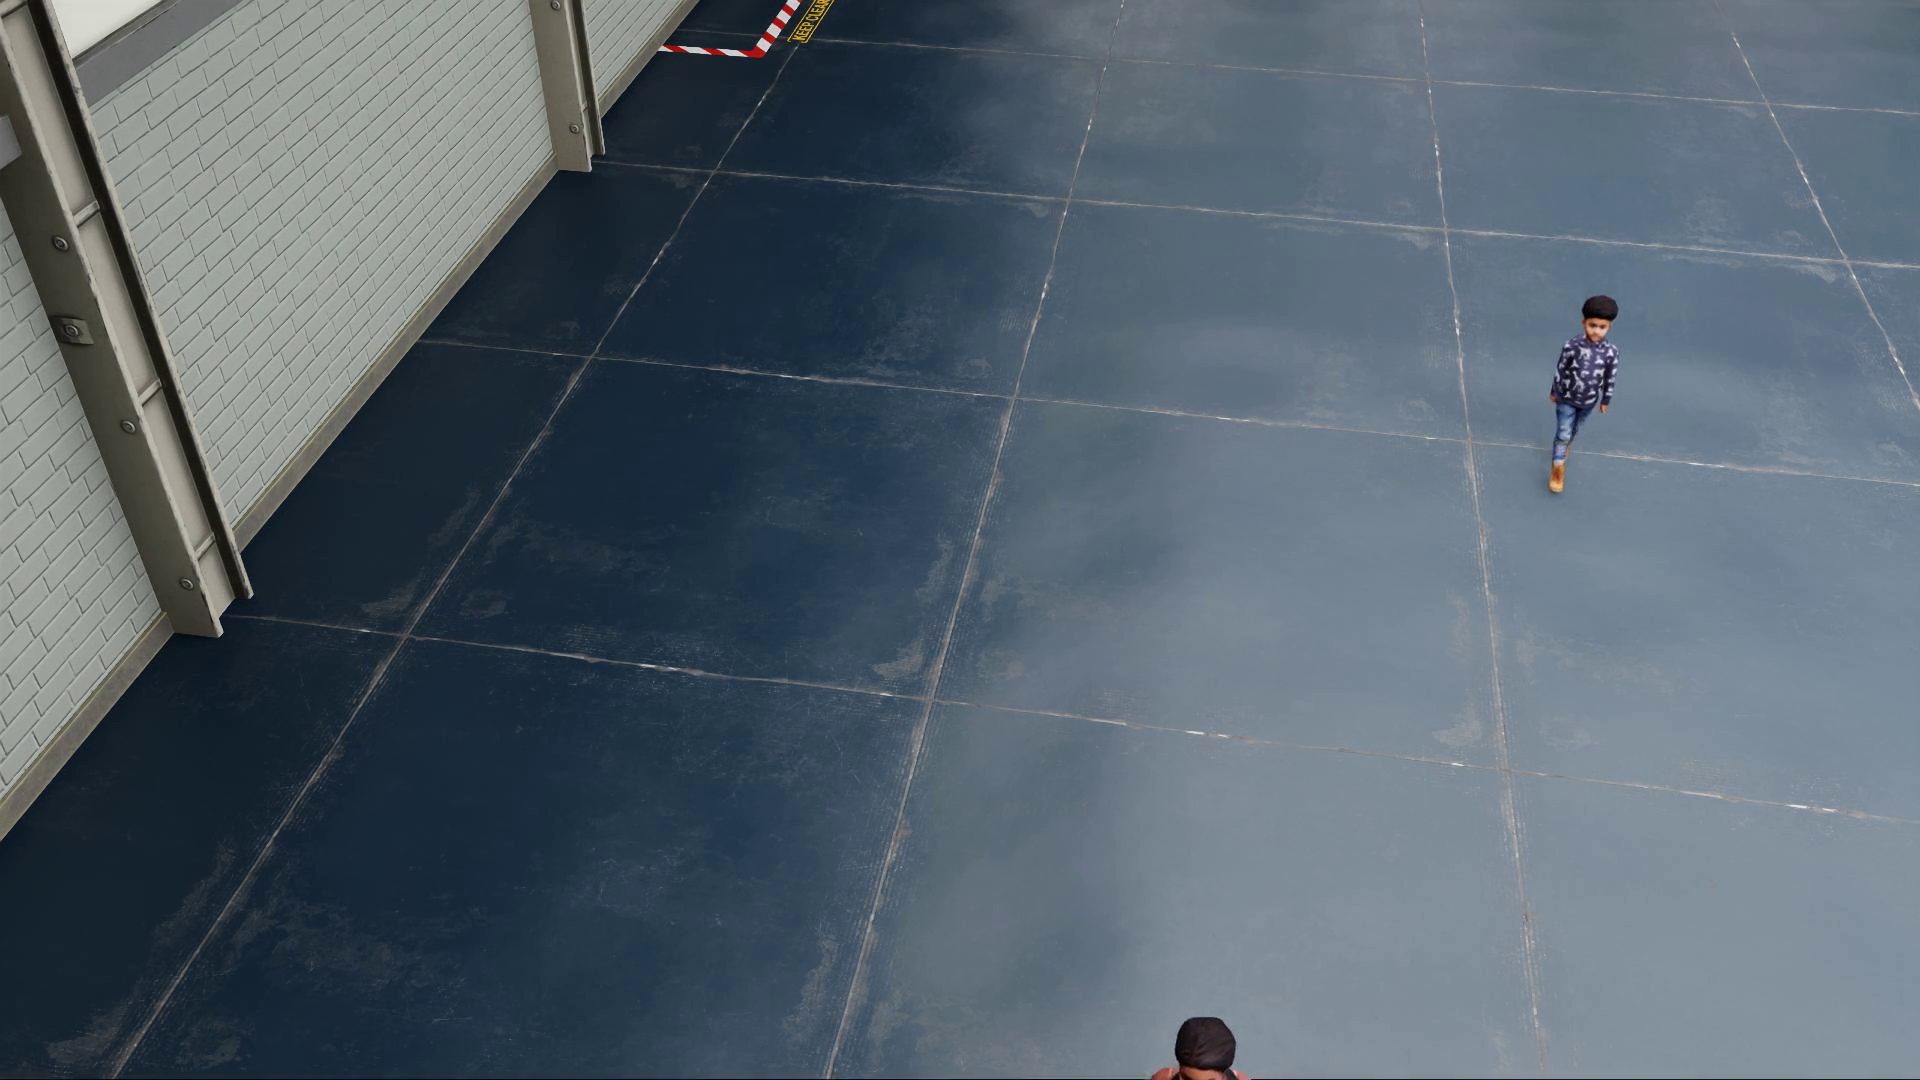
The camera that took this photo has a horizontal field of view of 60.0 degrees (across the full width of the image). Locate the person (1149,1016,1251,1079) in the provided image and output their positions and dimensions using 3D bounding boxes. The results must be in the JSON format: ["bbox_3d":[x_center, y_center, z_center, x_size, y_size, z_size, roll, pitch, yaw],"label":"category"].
[{"bbox_3d":[0.827,2.186,5.844,0.586,1.692,0.815,6,38,7],"label":"person"}]

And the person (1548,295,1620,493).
[{"bbox_3d":[3.808,-0.940,10.214,0.515,1.231,0.831,8,39,10],"label":"person"}]
